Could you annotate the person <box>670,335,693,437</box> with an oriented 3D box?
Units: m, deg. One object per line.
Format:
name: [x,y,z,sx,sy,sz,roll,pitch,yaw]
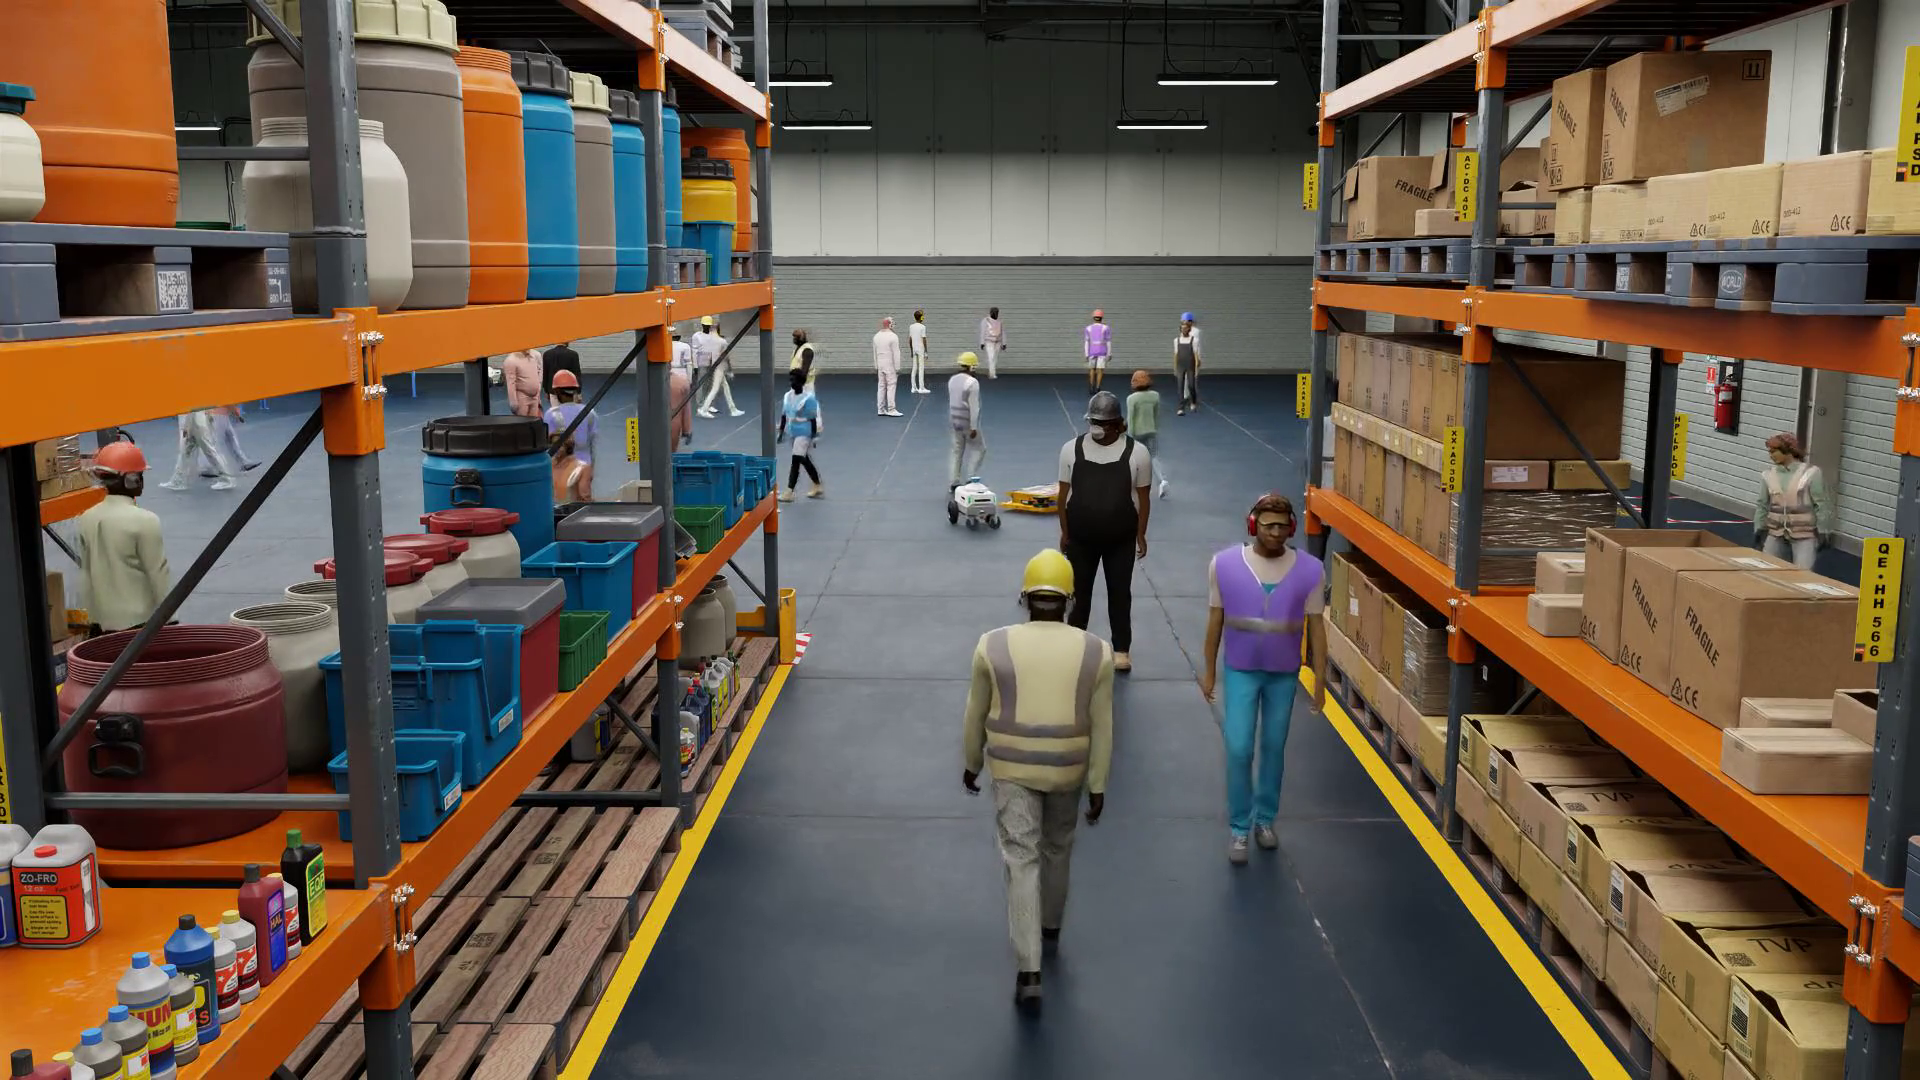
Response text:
person: [-4.823,-2.734,28.329,0.550,1.935,0.376,1,10,6]

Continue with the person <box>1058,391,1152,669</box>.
person: [1.035,-0.050,12.070,0.678,2.000,0.536,2,10,11]

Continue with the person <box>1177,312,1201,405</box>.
person: [4.739,-3.785,34.648,0.451,1.923,0.635,-6,11,-33]

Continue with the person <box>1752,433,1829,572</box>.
person: [6.540,-0.030,13.106,0.338,1.613,0.633,-7,12,-35]

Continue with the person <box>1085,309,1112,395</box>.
person: [3.080,-4.143,36.868,0.572,1.909,0.772,3,10,17]

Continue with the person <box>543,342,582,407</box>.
person: [-6.027,-2.255,25.295,0.622,1.990,0.391,2,10,14]

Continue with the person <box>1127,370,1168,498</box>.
person: [2.340,-1.338,20.959,0.504,1.605,0.757,-4,10,-23]

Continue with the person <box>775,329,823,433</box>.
person: [-2.796,-2.733,28.722,0.943,1.792,0.641,-4,10,-25]

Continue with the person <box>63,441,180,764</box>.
person: [-4.696,0.431,9.299,0.619,1.965,0.858,6,11,31]

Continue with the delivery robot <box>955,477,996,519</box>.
delivery robot: [0.175,-0.464,18.711,0.477,0.478,0.707,-2,10,-12]

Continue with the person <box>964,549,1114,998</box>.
person: [0.323,0.930,6.849,0.596,1.794,0.919,-1,9,-4]

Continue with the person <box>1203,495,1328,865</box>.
person: [1.514,0.683,8.219,0.593,1.813,0.712,1,10,5]

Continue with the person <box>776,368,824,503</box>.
person: [-1.985,-1.313,20.664,0.878,1.655,0.542,-9,13,-43]

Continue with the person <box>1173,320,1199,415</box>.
person: [4.412,-3.355,32.361,0.521,1.833,0.562,4,10,22]

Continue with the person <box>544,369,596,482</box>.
person: [-3.765,-0.689,16.114,0.568,1.926,0.528,-8,12,-40]

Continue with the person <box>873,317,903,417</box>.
person: [-1.367,-3.334,32.020,0.652,1.906,0.403,9,13,44]

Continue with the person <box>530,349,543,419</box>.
person: [-7.396,-2.683,28.536,0.532,1.767,0.328,5,11,28]

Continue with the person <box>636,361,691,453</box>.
person: [-3.646,-1.371,20.424,0.659,1.860,0.980,-5,11,-27]

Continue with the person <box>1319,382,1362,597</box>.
person: [3.438,-0.472,14.802,0.626,1.918,0.968,8,12,40]

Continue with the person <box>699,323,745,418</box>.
person: [-4.588,-3.245,31.784,0.960,1.814,0.510,-6,11,-32]

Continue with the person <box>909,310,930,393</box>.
person: [-0.922,-4.281,37.782,0.531,1.876,0.322,8,13,41]

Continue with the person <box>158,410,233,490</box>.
person: [-9.952,-1.493,21.608,0.897,1.691,0.503,-4,10,-21]

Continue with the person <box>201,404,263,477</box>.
person: [-10.164,-1.745,23.057,0.911,1.716,0.527,-9,13,-43]

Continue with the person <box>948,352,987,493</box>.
person: [0.112,-1.512,21.396,0.570,1.812,0.604,-8,12,-40]

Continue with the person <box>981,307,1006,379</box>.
person: [0.908,-4.958,41.991,0.662,1.818,0.727,-6,11,-33]

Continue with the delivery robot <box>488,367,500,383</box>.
delivery robot: [-11.333,-3.968,39.704,0.707,0.478,0.477,4,10,23]

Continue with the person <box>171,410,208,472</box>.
person: [-10.944,-1.906,23.572,0.514,1.872,0.328,-6,11,-33]

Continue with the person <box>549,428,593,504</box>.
person: [-3.211,-0.131,13.735,0.516,1.611,0.742,3,10,16]

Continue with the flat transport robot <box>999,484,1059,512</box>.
flat transport robot: [1.170,-0.532,20.244,0.652,0.197,1.431,7,12,38]

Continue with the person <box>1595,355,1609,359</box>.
person: [6.369,-0.846,16.761,0.460,2.021,0.614,-1,10,-4]

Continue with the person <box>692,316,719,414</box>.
person: [-4.979,-3.459,32.715,0.589,1.924,0.384,-8,13,-41]

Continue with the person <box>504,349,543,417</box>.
person: [-6.383,-2.070,24.452,0.407,1.907,0.644,4,10,24]
